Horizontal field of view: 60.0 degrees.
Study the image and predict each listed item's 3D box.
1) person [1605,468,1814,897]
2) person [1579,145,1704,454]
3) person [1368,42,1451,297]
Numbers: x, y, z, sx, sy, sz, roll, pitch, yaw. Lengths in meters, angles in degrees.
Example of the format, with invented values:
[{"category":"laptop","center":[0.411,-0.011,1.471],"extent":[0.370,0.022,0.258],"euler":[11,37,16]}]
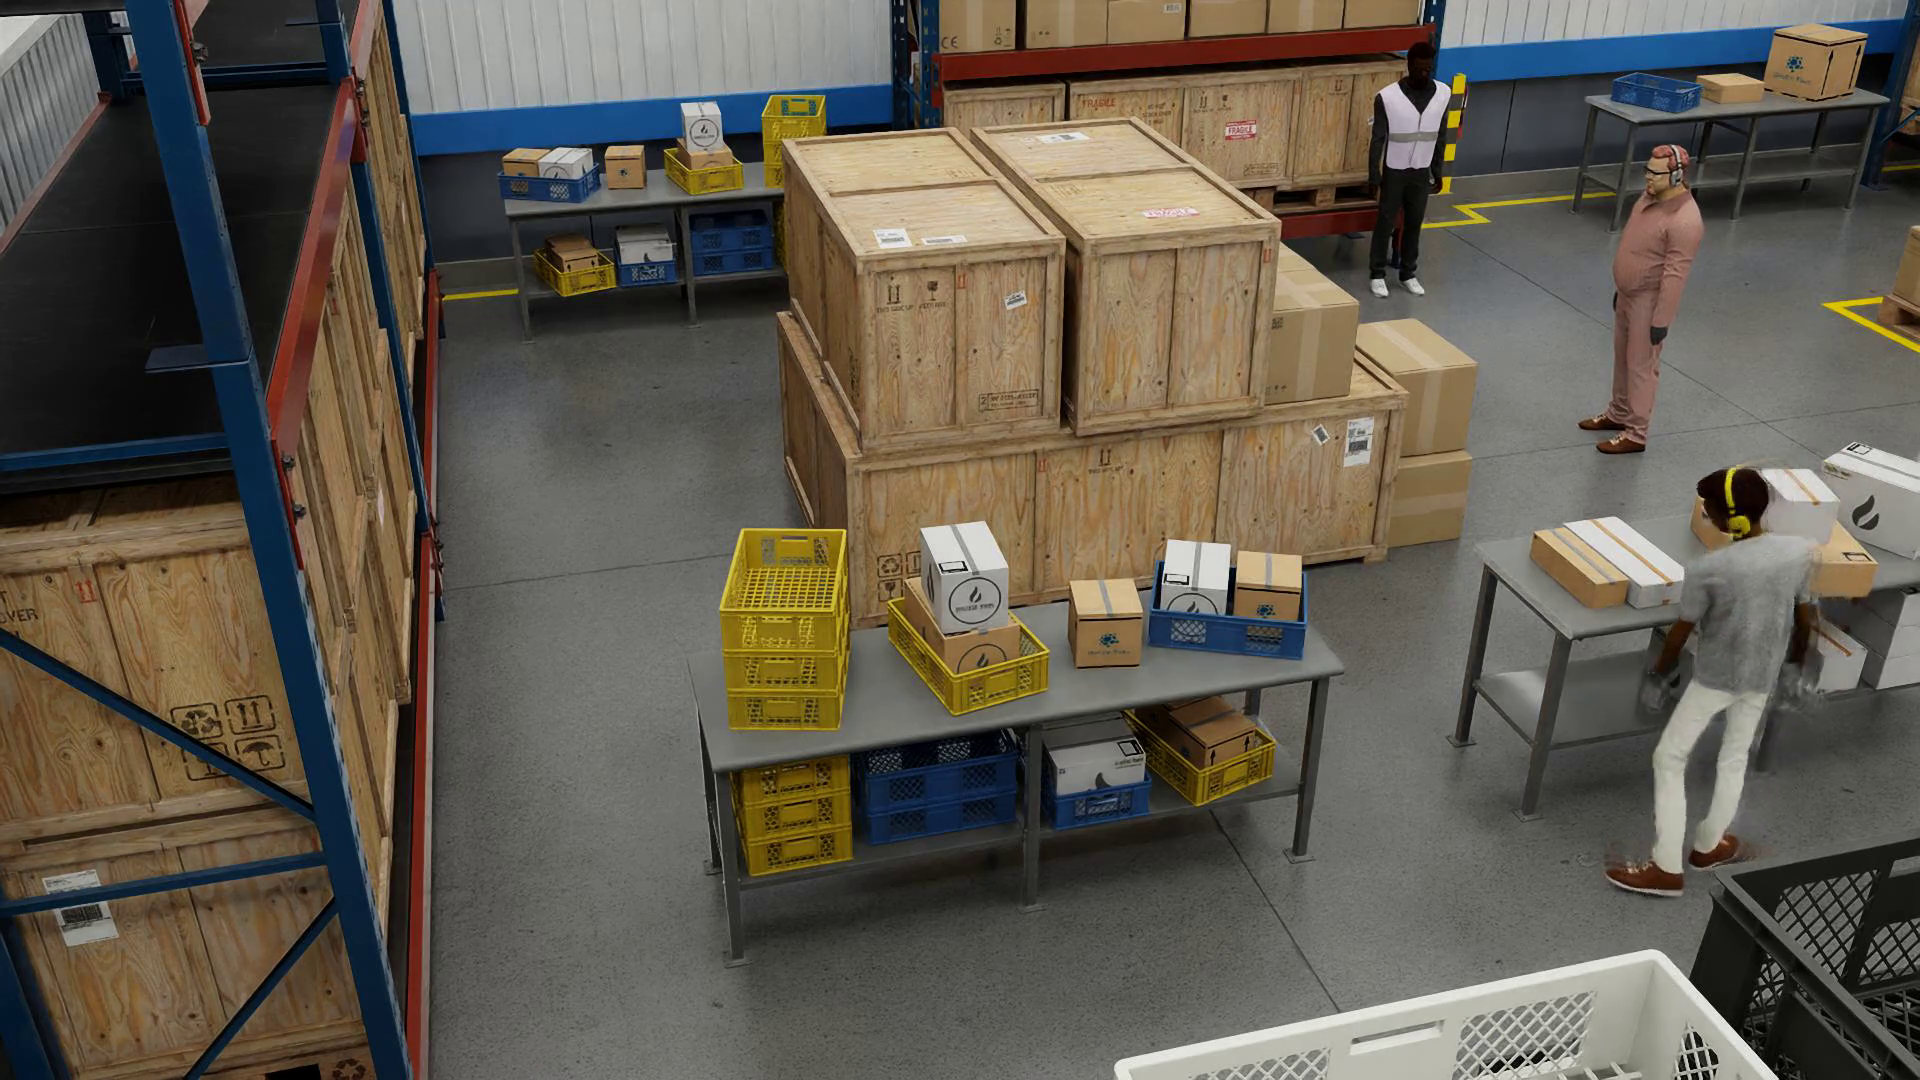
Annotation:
[{"category":"person","center":[2.970,0.568,6.460],"extent":[0.681,1.833,0.375],"euler":[-2,29,-3]},{"category":"person","center":[4.120,-1.447,10.046],"extent":[0.400,1.900,0.648],"euler":[0,29,0]},{"category":"person","center":[3.323,-2.762,12.423],"extent":[0.596,1.908,0.407],"euler":[-7,30,-12]}]
